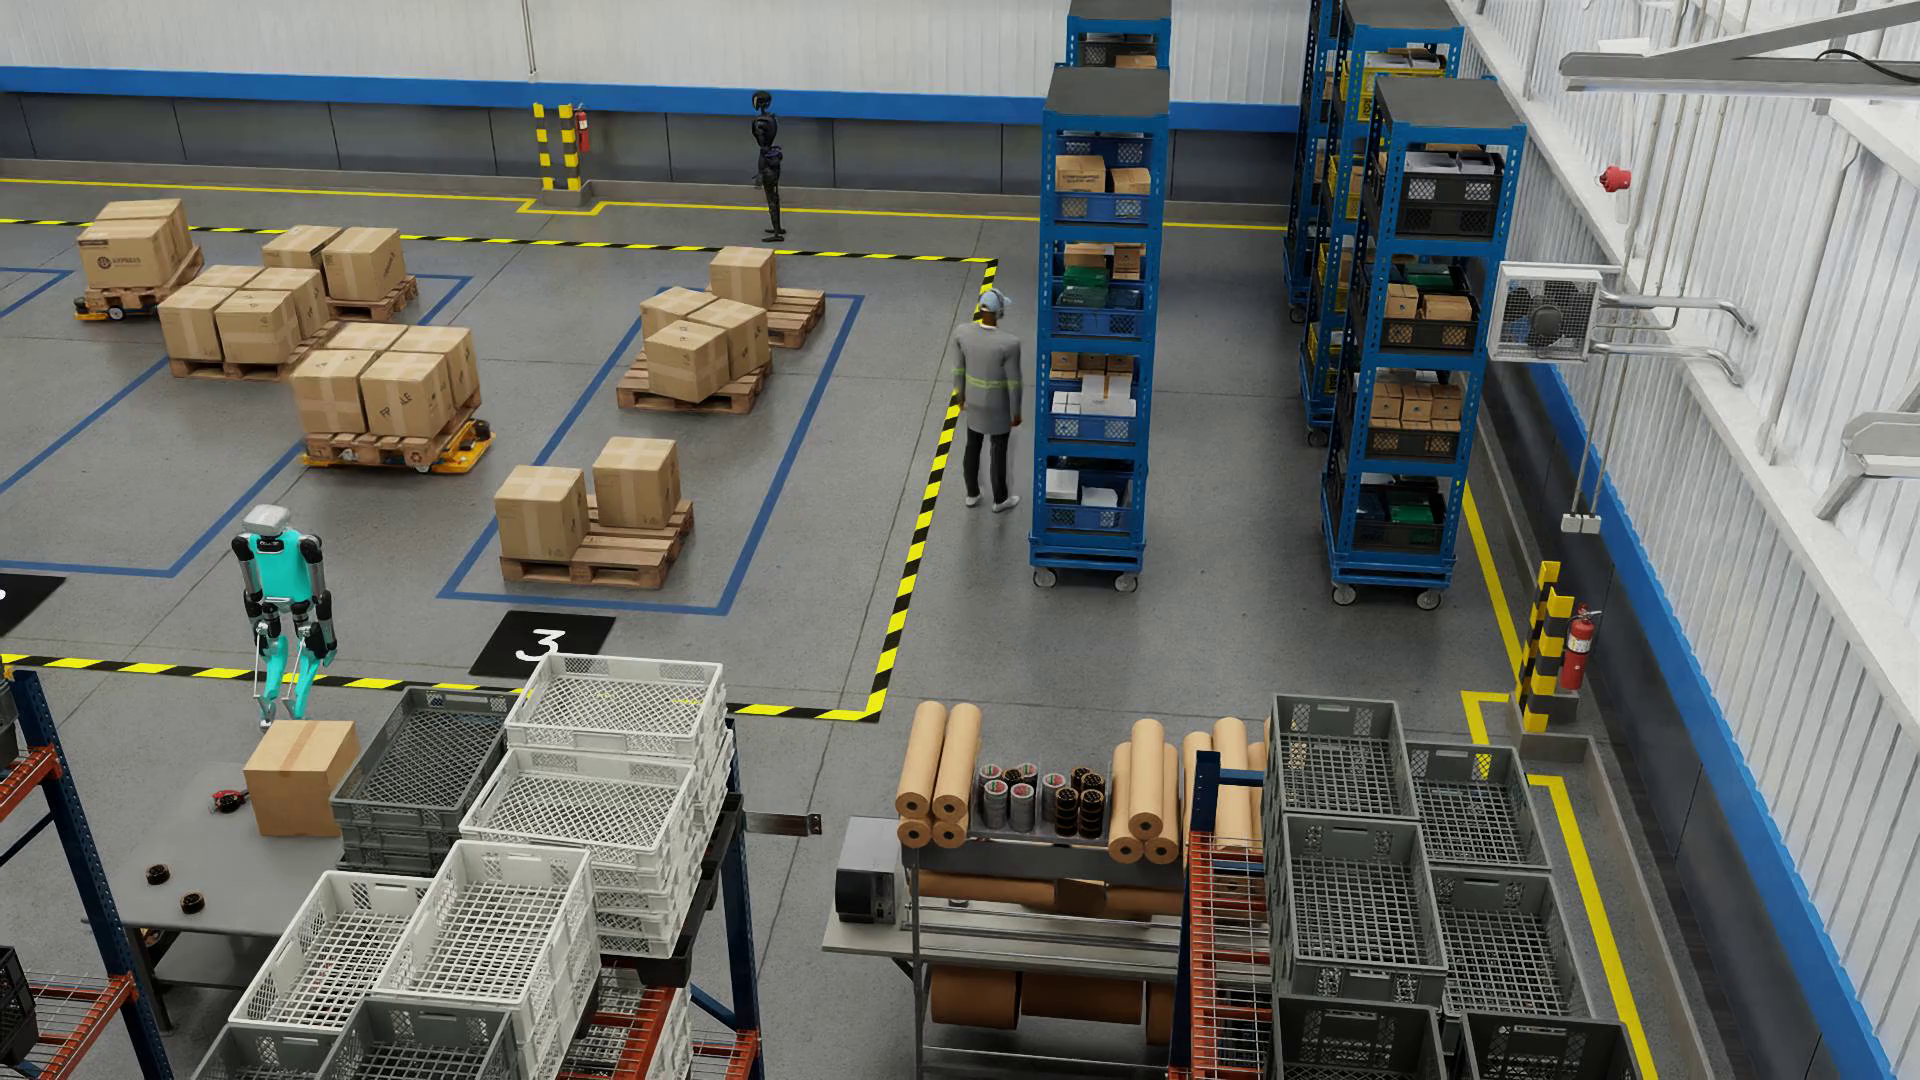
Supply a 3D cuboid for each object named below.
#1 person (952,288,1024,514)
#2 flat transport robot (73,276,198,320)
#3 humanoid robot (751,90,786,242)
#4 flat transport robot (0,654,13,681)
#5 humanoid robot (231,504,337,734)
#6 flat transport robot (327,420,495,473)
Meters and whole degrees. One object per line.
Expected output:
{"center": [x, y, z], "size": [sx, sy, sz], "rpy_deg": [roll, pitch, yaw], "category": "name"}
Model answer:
{"center": [0.238, -1.096, 12.983], "size": [0.596, 1.850, 0.395], "rpy_deg": [16, 34, 26], "category": "person"}
{"center": [-8.168, -2.484, 16.913], "size": [1.431, 0.197, 0.652], "rpy_deg": [-4, 30, -7], "category": "flat transport robot"}
{"center": [-2.124, -4.127, 18.347], "size": [0.315, 1.657, 0.599], "rpy_deg": [2, 30, 4], "category": "humanoid robot"}
{"center": [-7.142, 0.969, 11.010], "size": [1.431, 0.231, 0.659], "rpy_deg": [3, 30, 6], "category": "flat transport robot"}
{"center": [-4.067, 0.661, 9.945], "size": [0.533, 1.677, 0.735], "rpy_deg": [3, 30, 5], "category": "humanoid robot"}
{"center": [-4.746, -0.832, 14.074], "size": [1.431, 0.197, 0.652], "rpy_deg": [3, 30, 6], "category": "flat transport robot"}
